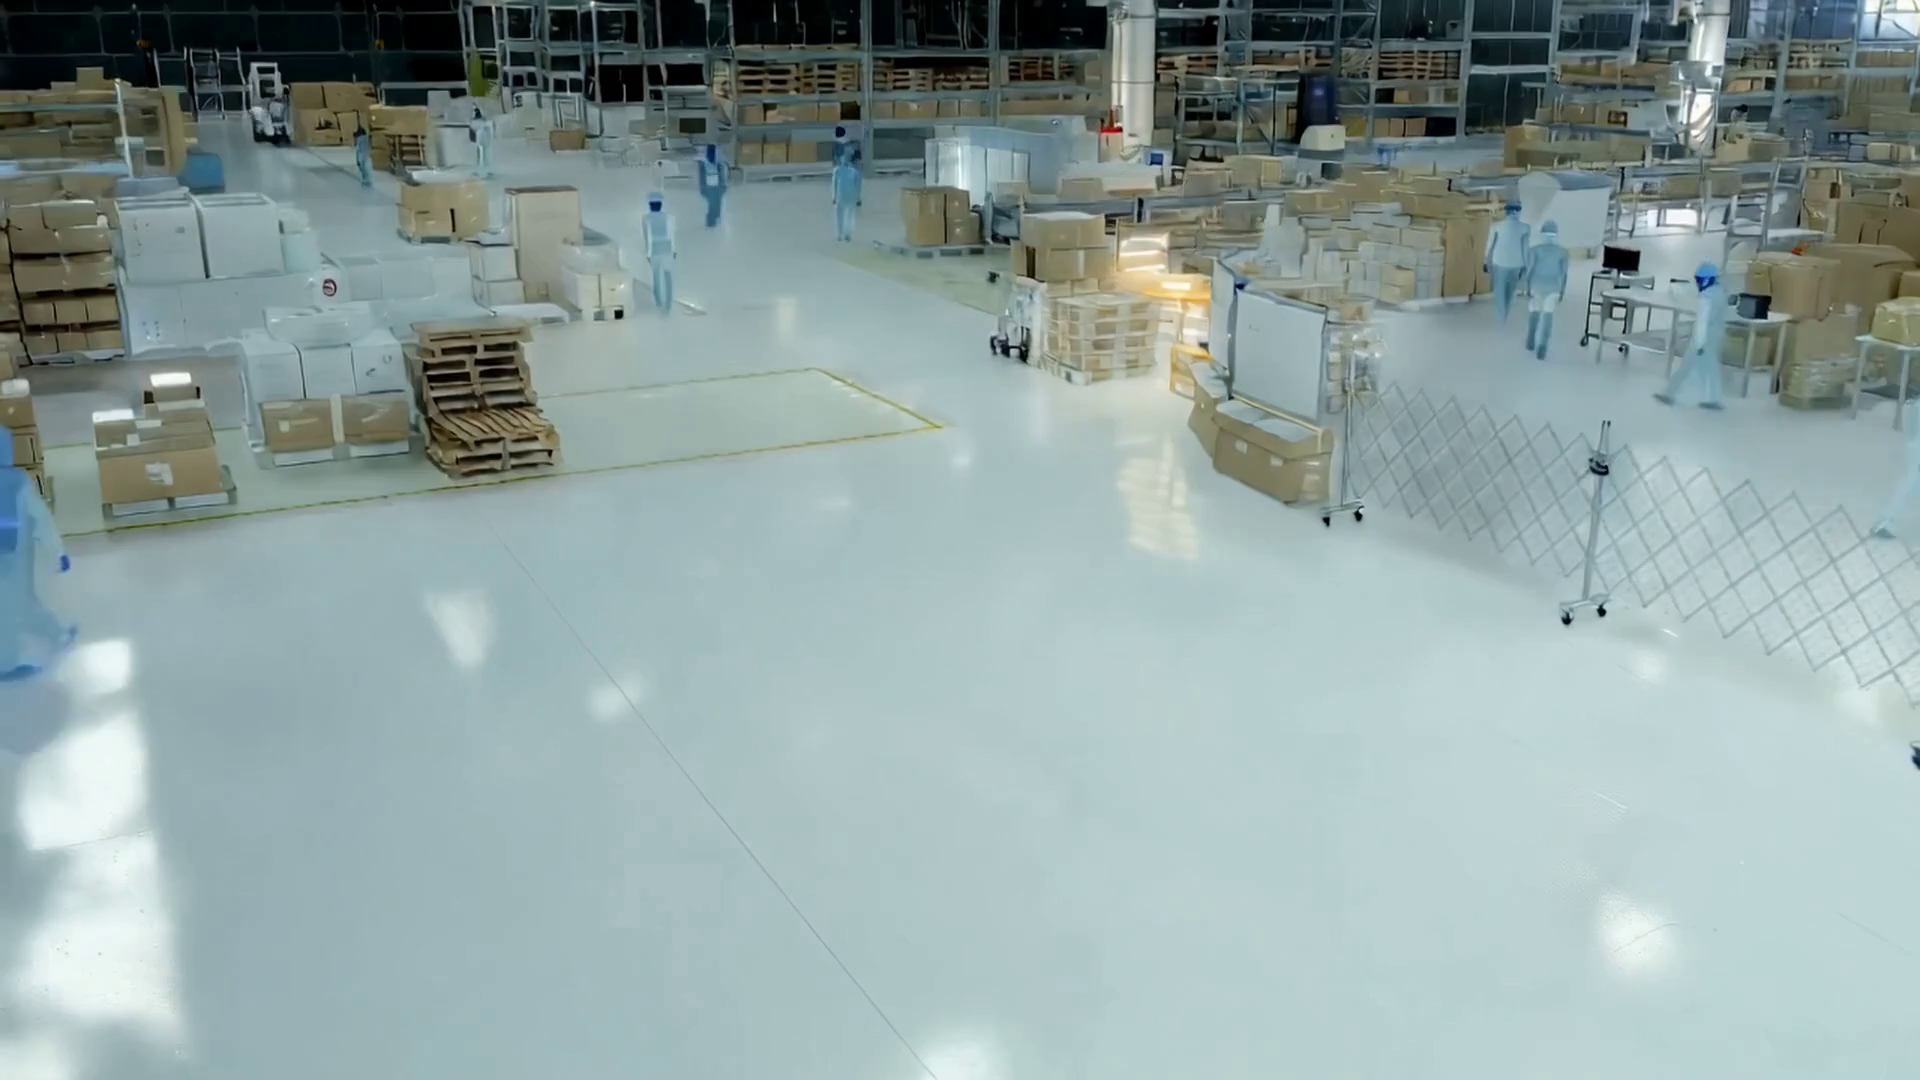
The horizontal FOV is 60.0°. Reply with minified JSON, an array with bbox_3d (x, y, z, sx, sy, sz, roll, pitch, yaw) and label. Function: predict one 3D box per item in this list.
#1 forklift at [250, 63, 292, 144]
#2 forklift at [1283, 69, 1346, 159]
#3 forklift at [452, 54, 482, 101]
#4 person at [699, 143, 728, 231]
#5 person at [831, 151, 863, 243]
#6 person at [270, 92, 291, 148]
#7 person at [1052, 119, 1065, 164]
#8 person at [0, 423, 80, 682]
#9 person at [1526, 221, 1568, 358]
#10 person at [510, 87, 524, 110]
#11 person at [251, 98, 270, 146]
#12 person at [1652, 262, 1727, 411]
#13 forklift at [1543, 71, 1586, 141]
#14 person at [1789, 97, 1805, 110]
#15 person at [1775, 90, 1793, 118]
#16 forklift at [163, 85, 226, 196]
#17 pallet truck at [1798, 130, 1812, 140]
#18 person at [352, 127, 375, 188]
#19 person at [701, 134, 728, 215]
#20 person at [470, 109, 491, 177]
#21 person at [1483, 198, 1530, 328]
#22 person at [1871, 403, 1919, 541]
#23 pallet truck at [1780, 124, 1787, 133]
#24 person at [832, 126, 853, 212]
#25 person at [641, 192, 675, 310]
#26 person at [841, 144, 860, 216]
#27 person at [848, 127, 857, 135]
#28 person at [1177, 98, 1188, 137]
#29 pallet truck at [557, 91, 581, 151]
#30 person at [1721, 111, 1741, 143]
[{"bbox_3d":[-25.004,-15.820,60.155,1.129,2.768,1.873,-9,20,-26],"label":"forklift"},{"bbox_3d":[11.615,-13.871,54.079,1.129,2.768,1.873,-9,20,-27],"label":"forklift"},{"bbox_3d":[-20.788,-19.371,71.224,1.873,2.768,1.129,-9,20,-26],"label":"forklift"},{"bbox_3d":[-5.392,-7.784,36.713,0.825,1.888,0.597,11,21,31],"label":"person"},{"bbox_3d":[-2.344,-7.153,34.735,0.665,1.885,0.432,2,18,7],"label":"person"},{"bbox_3d":[-23.813,-14.679,58.176,0.542,1.915,0.871,-17,24,-42],"label":"person"},{"bbox_3d":[2.708,-10.999,46.963,0.730,1.737,0.540,-3,18,-9],"label":"person"},{"bbox_3d":[-6.949,0.046,12.331,0.683,1.849,0.966,5,18,15],"label":"person"},{"bbox_3d":[8.261,-3.539,23.484,0.551,1.893,0.983,6,19,17],"label":"person"},{"bbox_3d":[-17.679,-17.238,66.484,0.532,1.696,0.319,-9,20,-26],"label":"person"},{"bbox_3d":[-24.921,-14.903,59.266,0.539,1.657,0.861,-17,24,-42],"label":"person"},{"bbox_3d":[9.031,-2.505,20.404,0.613,1.794,0.874,-15,23,-39],"label":"person"},{"bbox_3d":[18.685,-13.231,52.085,1.873,2.768,1.129,-9,20,-26],"label":"forklift"},{"bbox_3d":[27.966,-13.888,55.761,0.536,1.868,0.674,2,18,8],"label":"person"},{"bbox_3d":[31.121,-16.093,62.821,0.418,1.749,0.536,-9,20,-26],"label":"person"},{"bbox_3d":[-20.135,-10.273,42.861,1.873,2.768,1.129,-9,20,-26],"label":"forklift"},{"bbox_3d":[25.526,-11.556,49.408,1.630,1.274,0.653,-9,20,-26],"label":"pallet truck"},{"bbox_3d":[-16.221,-10.401,45.259,0.512,1.641,0.307,-7,19,-21],"label":"person"},{"bbox_3d":[-5.828,-8.735,39.647,0.627,1.918,0.913,2,18,8],"label":"person"},{"bbox_3d":[-13.872,-11.484,48.165,0.627,1.934,0.371,4,18,14],"label":"person"},{"bbox_3d":[8.422,-4.302,25.723,0.619,1.953,0.880,2,18,7],"label":"person"},{"bbox_3d":[8.811,-0.751,15.080,0.489,1.693,0.913,-9,20,-27],"label":"person"},{"bbox_3d":[25.206,-12.542,52.601,1.601,1.201,0.680,0,18,-2],"label":"pallet truck"},{"bbox_3d":[-2.804,-8.937,40.070,0.615,2.026,0.573,12,21,33],"label":"person"},{"bbox_3d":[-4.905,-4.718,27.164,0.551,1.891,1.015,-6,19,-17],"label":"person"},{"bbox_3d":[-2.558,-8.558,39.459,0.540,1.682,0.626,12,21,33],"label":"person"},{"bbox_3d":[-3.306,-12.792,52.168,0.467,1.973,0.637,-4,18,-13],"label":"person"},{"bbox_3d":[8.274,-15.765,61.993,0.499,1.633,0.279,-9,20,-27],"label":"person"},{"bbox_3d":[-13.495,-14.412,57.188,0.823,1.965,1.885,-3,18,-9],"label":"pallet truck"},{"bbox_3d":[23.051,-11.926,49.762,0.608,1.781,0.927,-3,18,-8],"label":"person"}]
